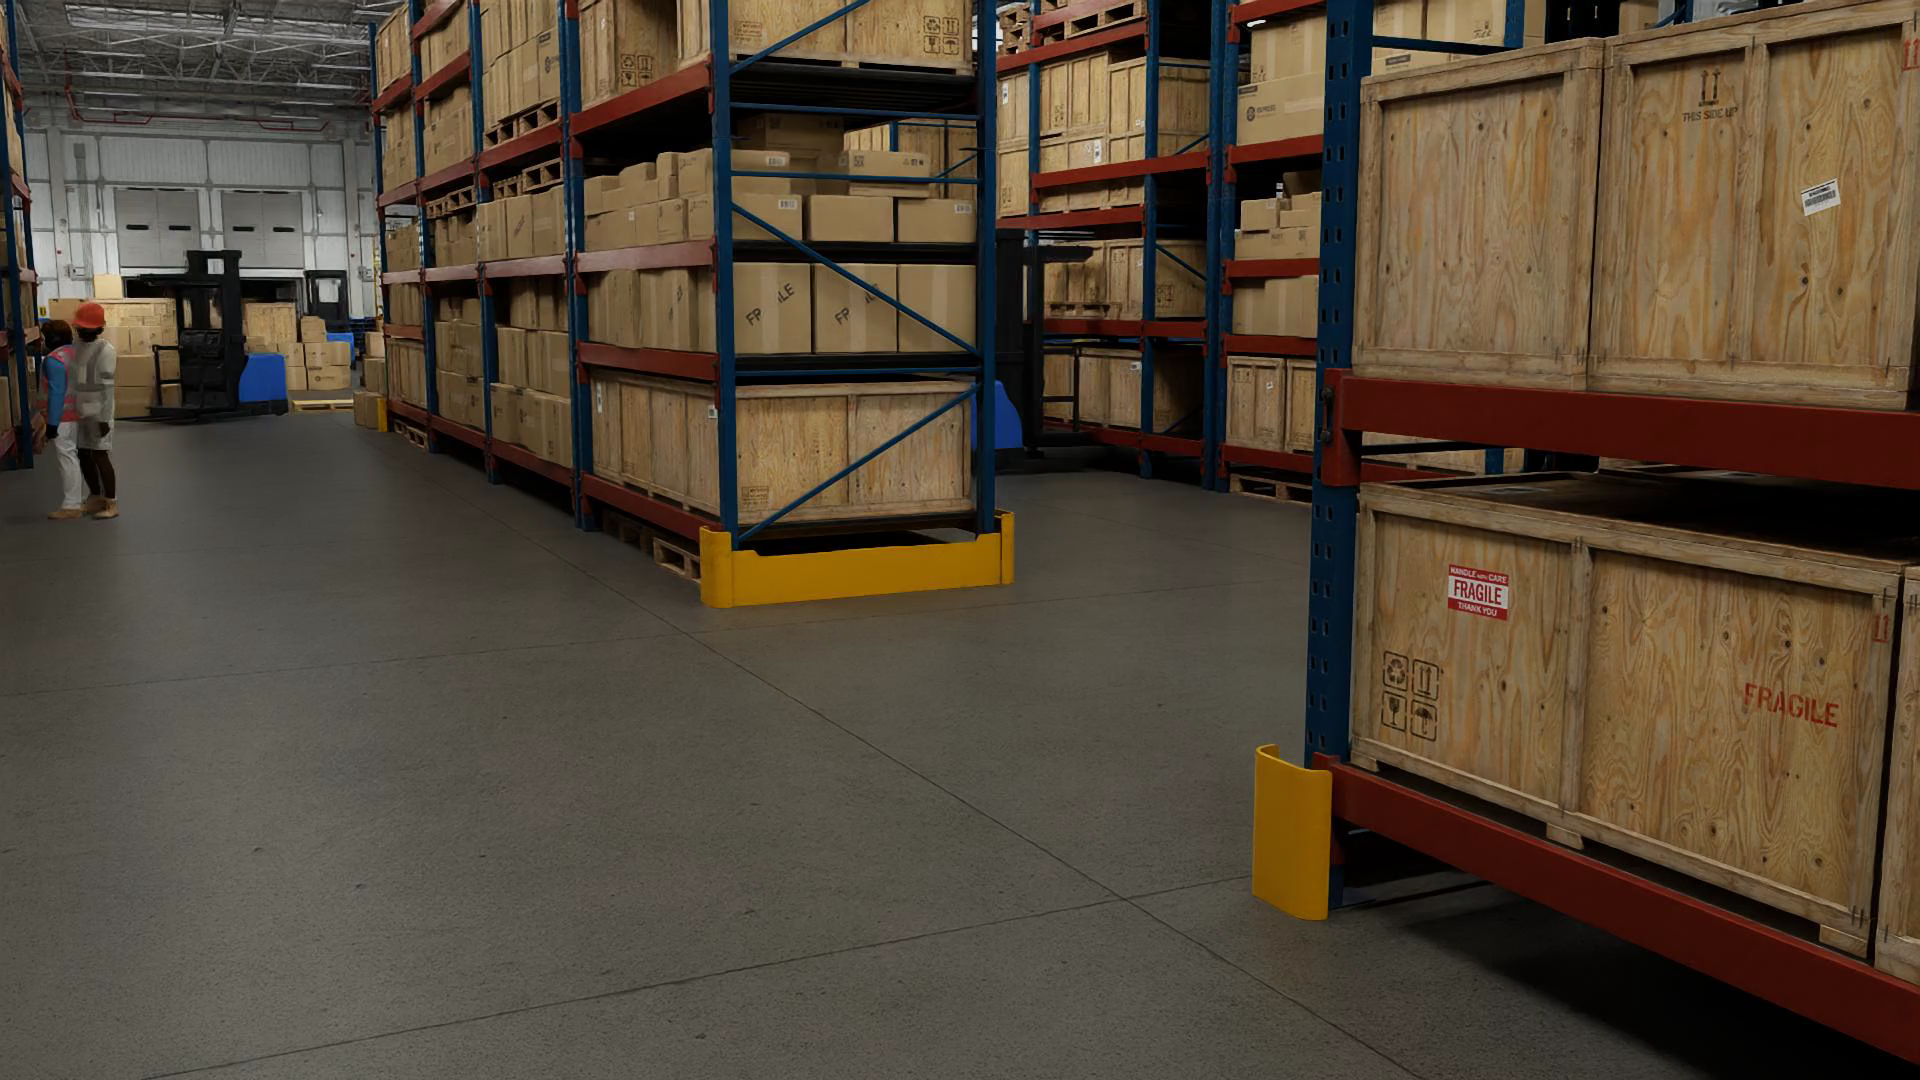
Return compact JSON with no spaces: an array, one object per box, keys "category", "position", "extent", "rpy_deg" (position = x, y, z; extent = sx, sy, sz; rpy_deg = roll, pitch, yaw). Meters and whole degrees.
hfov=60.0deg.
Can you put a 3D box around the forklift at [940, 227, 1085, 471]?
[{"category":"forklift","position":[0.377,-2.214,19.352],"extent":[1.873,2.768,1.129],"rpy_deg":[-4,9,-26]}]

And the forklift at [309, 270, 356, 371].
[{"category":"forklift","position":[-17.534,-6.119,46.287],"extent":[1.129,2.768,1.873],"rpy_deg":[-4,9,-26]}]

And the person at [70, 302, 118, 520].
[{"category":"person","position":[-7.927,-1.165,15.180],"extent":[0.700,2.003,0.403],"rpy_deg":[5,10,32]}]

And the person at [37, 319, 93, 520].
[{"category":"person","position":[-8.228,-1.105,15.293],"extent":[0.429,1.838,0.622],"rpy_deg":[-1,8,-4]}]

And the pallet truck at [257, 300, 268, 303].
[{"category":"pallet truck","position":[-23.913,-7.404,58.171],"extent":[1.885,1.965,0.823],"rpy_deg":[-1,8,-9]}]

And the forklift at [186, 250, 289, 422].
[{"category":"forklift","position":[-12.314,-3.418,27.658],"extent":[1.129,2.768,1.873],"rpy_deg":[4,9,26]}]
